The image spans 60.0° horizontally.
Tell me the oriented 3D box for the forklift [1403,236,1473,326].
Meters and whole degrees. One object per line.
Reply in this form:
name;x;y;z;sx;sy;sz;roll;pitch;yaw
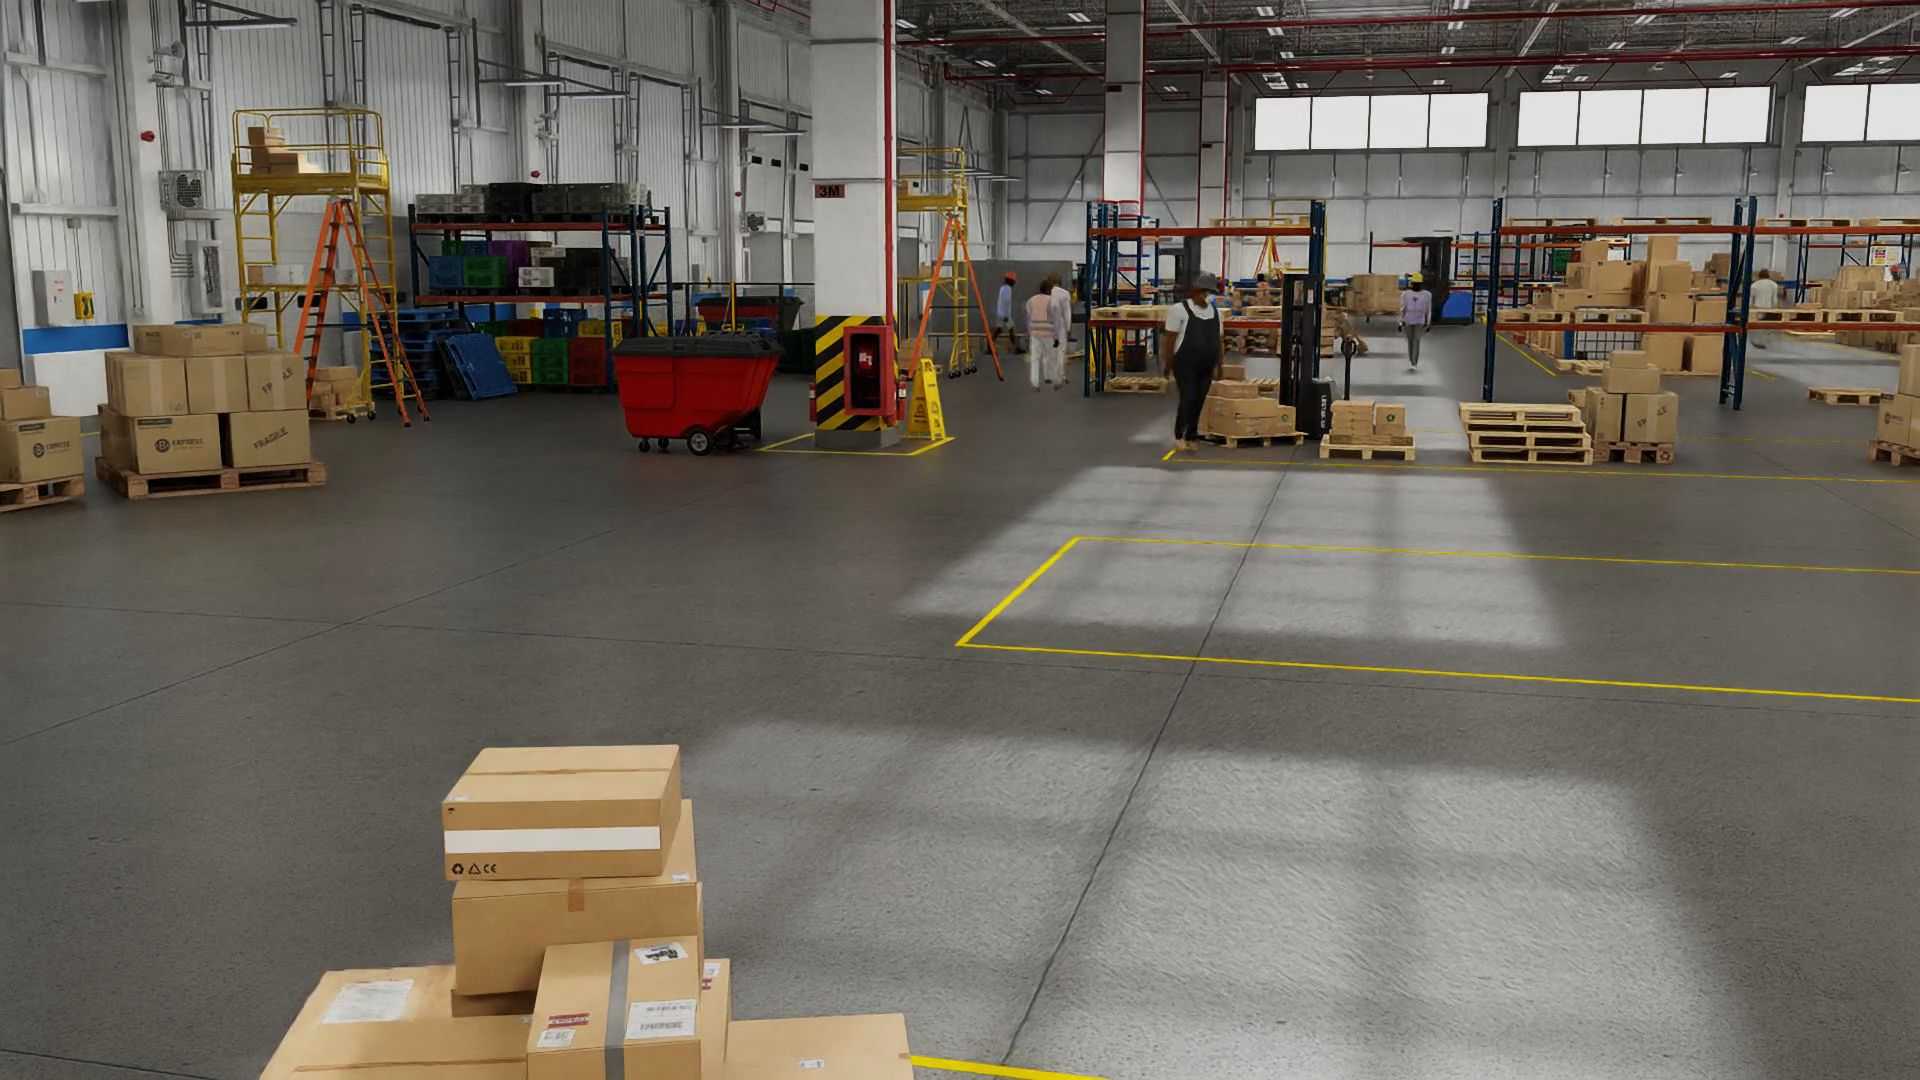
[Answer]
forklift;15.048;-8.117;52.194;1.873;2.768;1.129;-2;10;-12

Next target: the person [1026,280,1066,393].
person;1.406;-3.314;27.089;0.646;1.795;0.933;5;11;28

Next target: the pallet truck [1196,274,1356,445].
pallet truck;3.653;-2.138;19.590;1.885;1.965;0.823;-4;10;-20

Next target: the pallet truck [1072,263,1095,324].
pallet truck;4.325;-8.180;55.162;0.823;1.965;1.885;6;11;31

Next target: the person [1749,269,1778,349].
person;19.155;-5.535;39.880;0.661;1.893;0.975;0;10;-2

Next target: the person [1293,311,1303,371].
person;6.627;-4.097;31.907;0.327;1.735;0.486;6;11;32

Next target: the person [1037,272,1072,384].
person;1.624;-3.639;28.666;0.657;1.928;0.446;5;11;27

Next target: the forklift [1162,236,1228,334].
forklift;6.533;-7.204;46.819;1.873;2.768;1.129;-1;10;-6

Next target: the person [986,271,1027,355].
person;1.012;-5.072;37.253;0.808;1.898;0.595;-3;10;-17

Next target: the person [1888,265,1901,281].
person;29.115;-7.569;51.680;0.885;1.965;0.617;8;13;40

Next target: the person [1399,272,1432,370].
person;8.897;-4.275;32.481;0.592;1.900;0.894;4;11;24

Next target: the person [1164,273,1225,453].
person;2.651;-1.978;18.518;0.711;2.000;0.590;-4;10;-22

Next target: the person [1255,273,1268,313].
person;9.503;-7.617;52.797;0.547;1.668;0.751;-5;11;-27
